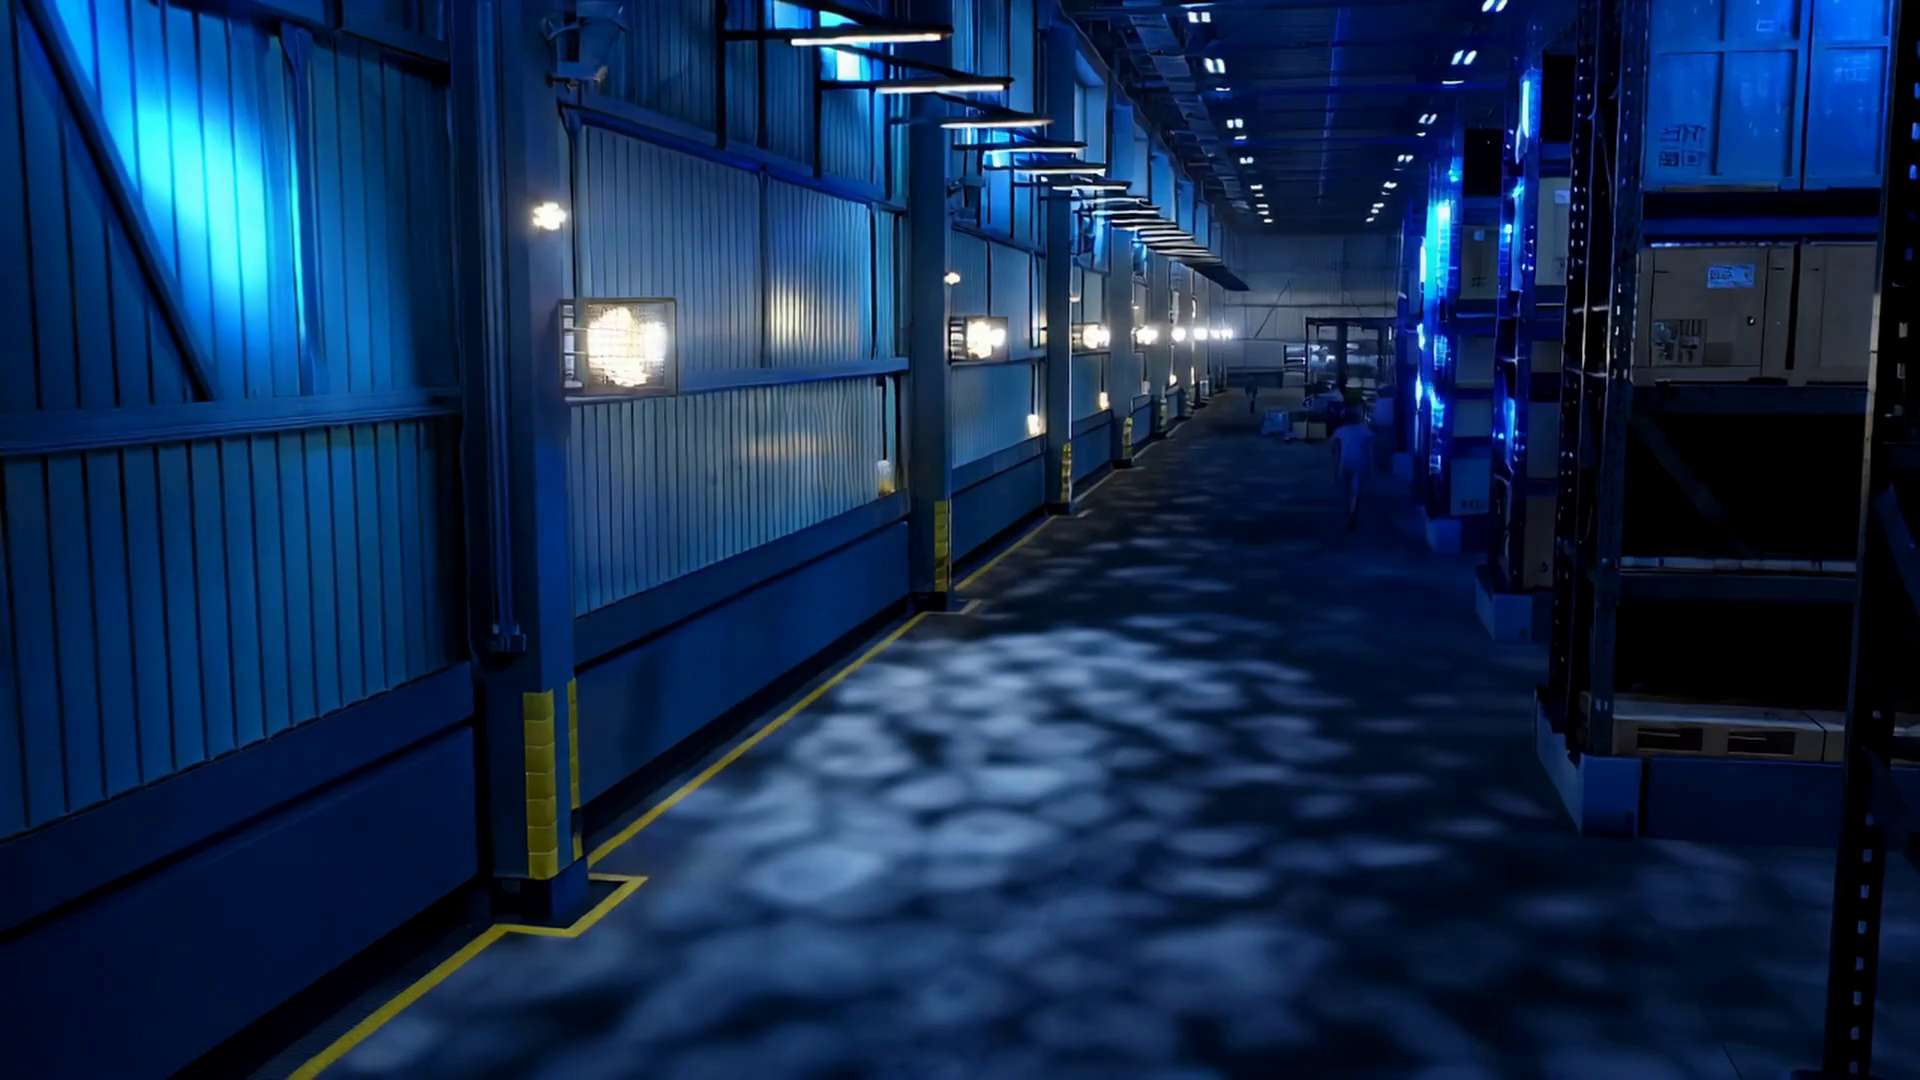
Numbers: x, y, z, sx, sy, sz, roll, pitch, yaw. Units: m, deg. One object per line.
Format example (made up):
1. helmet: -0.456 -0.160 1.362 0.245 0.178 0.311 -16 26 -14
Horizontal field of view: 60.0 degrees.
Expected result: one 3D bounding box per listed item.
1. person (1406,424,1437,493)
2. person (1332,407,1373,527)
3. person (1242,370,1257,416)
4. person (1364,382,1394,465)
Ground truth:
1. person: 8.978 -1.790 32.100 0.841 1.792 0.606 -2 7 -17
2. person: 6.200 -1.139 26.330 0.632 1.926 0.561 2 8 18
3. person: 10.730 -5.440 61.583 0.567 1.710 0.756 0 7 0
4. person: 9.706 -2.679 38.545 1.020 1.936 0.631 -2 7 -15
